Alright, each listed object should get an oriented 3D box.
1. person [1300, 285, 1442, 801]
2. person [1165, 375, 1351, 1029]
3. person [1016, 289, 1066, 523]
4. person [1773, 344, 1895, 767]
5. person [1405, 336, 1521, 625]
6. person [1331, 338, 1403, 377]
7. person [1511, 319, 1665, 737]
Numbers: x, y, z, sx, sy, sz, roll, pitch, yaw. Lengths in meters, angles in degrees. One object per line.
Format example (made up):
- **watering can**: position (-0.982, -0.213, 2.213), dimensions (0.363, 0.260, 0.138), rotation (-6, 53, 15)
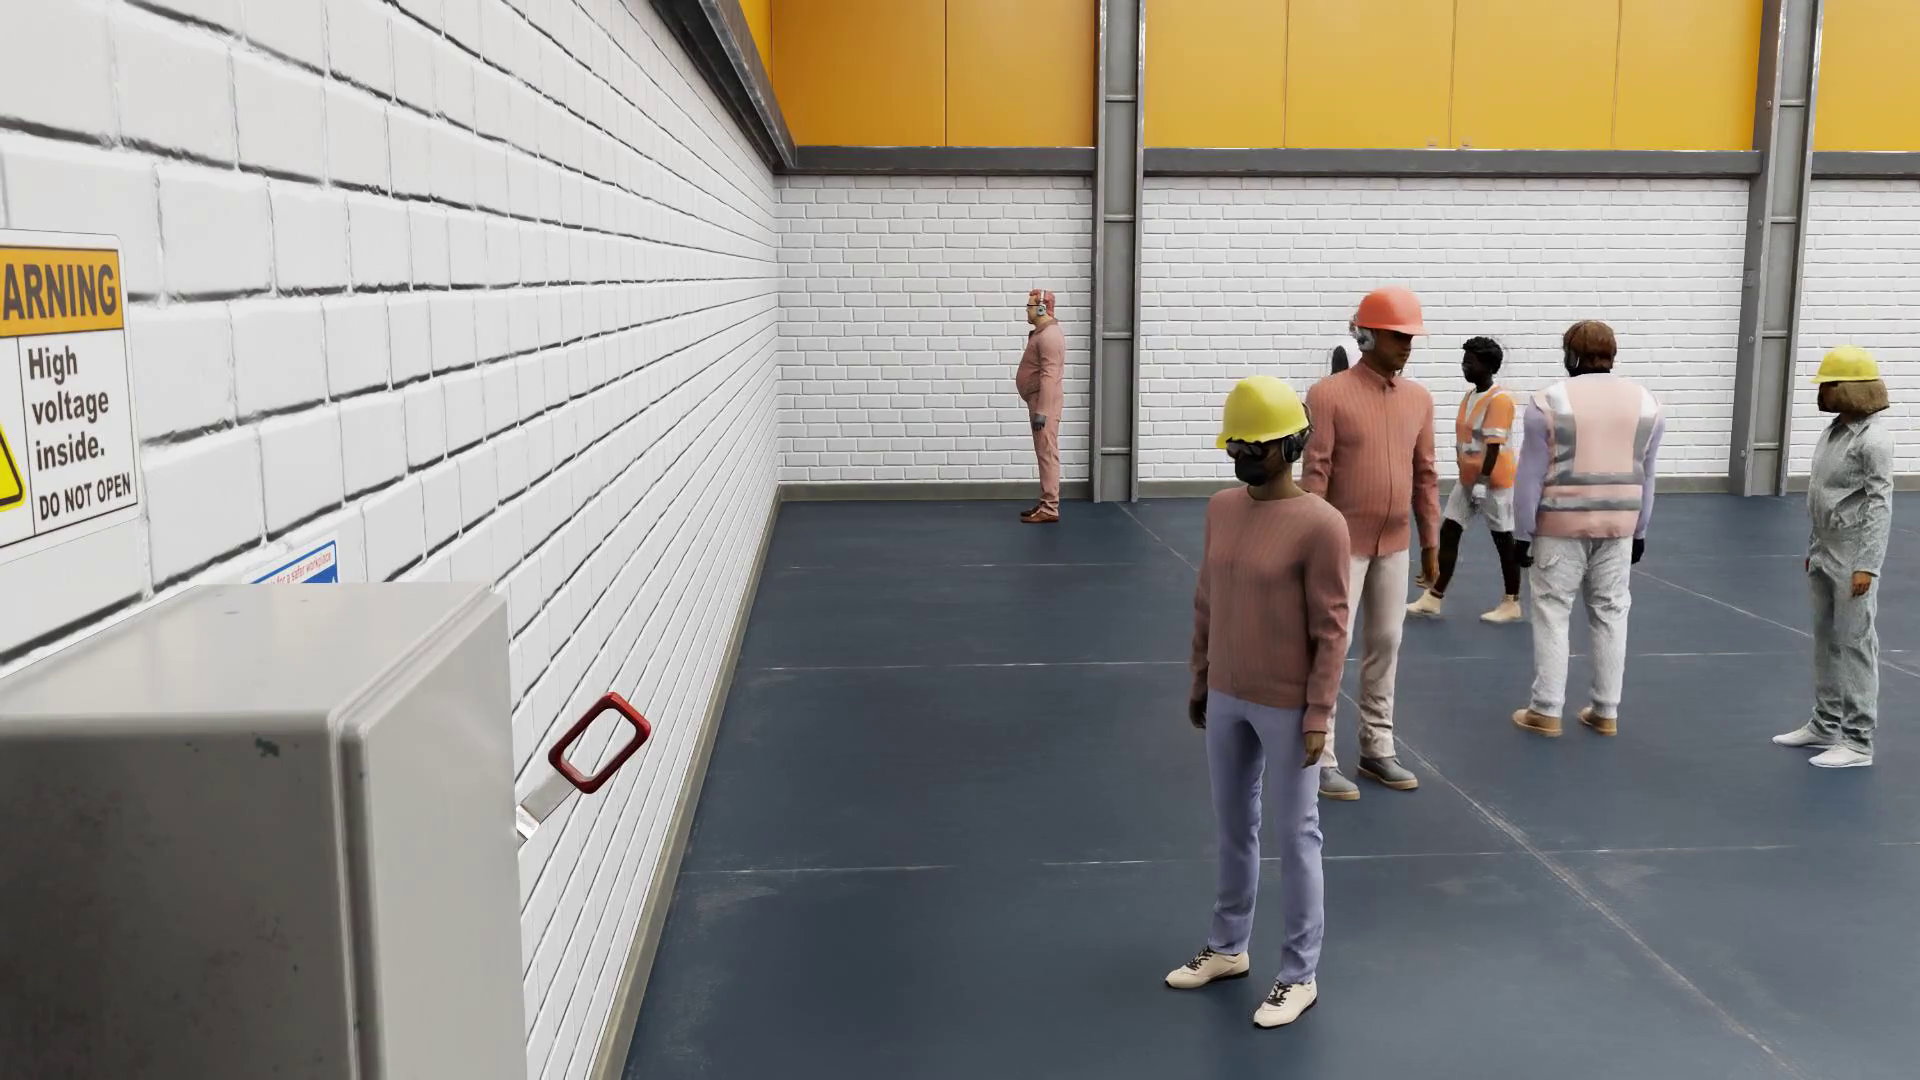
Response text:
- **person**: position (1.598, 0.005, 6.511), dimensions (0.628, 1.988, 0.401), rotation (-4, 10, -25)
- **person**: position (0.812, 0.432, 4.529), dimensions (0.320, 1.763, 0.522), rotation (-7, 11, -36)
- **person**: position (0.660, -1.094, 13.646), dimensions (0.406, 1.911, 0.637), rotation (1, 9, 4)
- **person**: position (3.627, 0.067, 6.877), dimensions (0.324, 1.740, 0.492), rotation (0, 9, 2)
- **person**: position (2.918, -0.328, 9.563), dimensions (0.785, 1.661, 0.545), rotation (-2, 9, -11)
- **person**: position (2.698, -0.685, 11.184), dimensions (0.673, 1.872, 0.403), rotation (-6, 11, -34)
- **person**: position (2.729, -0.045, 7.318), dimensions (0.630, 1.832, 0.430), rotation (0, 9, -2)
